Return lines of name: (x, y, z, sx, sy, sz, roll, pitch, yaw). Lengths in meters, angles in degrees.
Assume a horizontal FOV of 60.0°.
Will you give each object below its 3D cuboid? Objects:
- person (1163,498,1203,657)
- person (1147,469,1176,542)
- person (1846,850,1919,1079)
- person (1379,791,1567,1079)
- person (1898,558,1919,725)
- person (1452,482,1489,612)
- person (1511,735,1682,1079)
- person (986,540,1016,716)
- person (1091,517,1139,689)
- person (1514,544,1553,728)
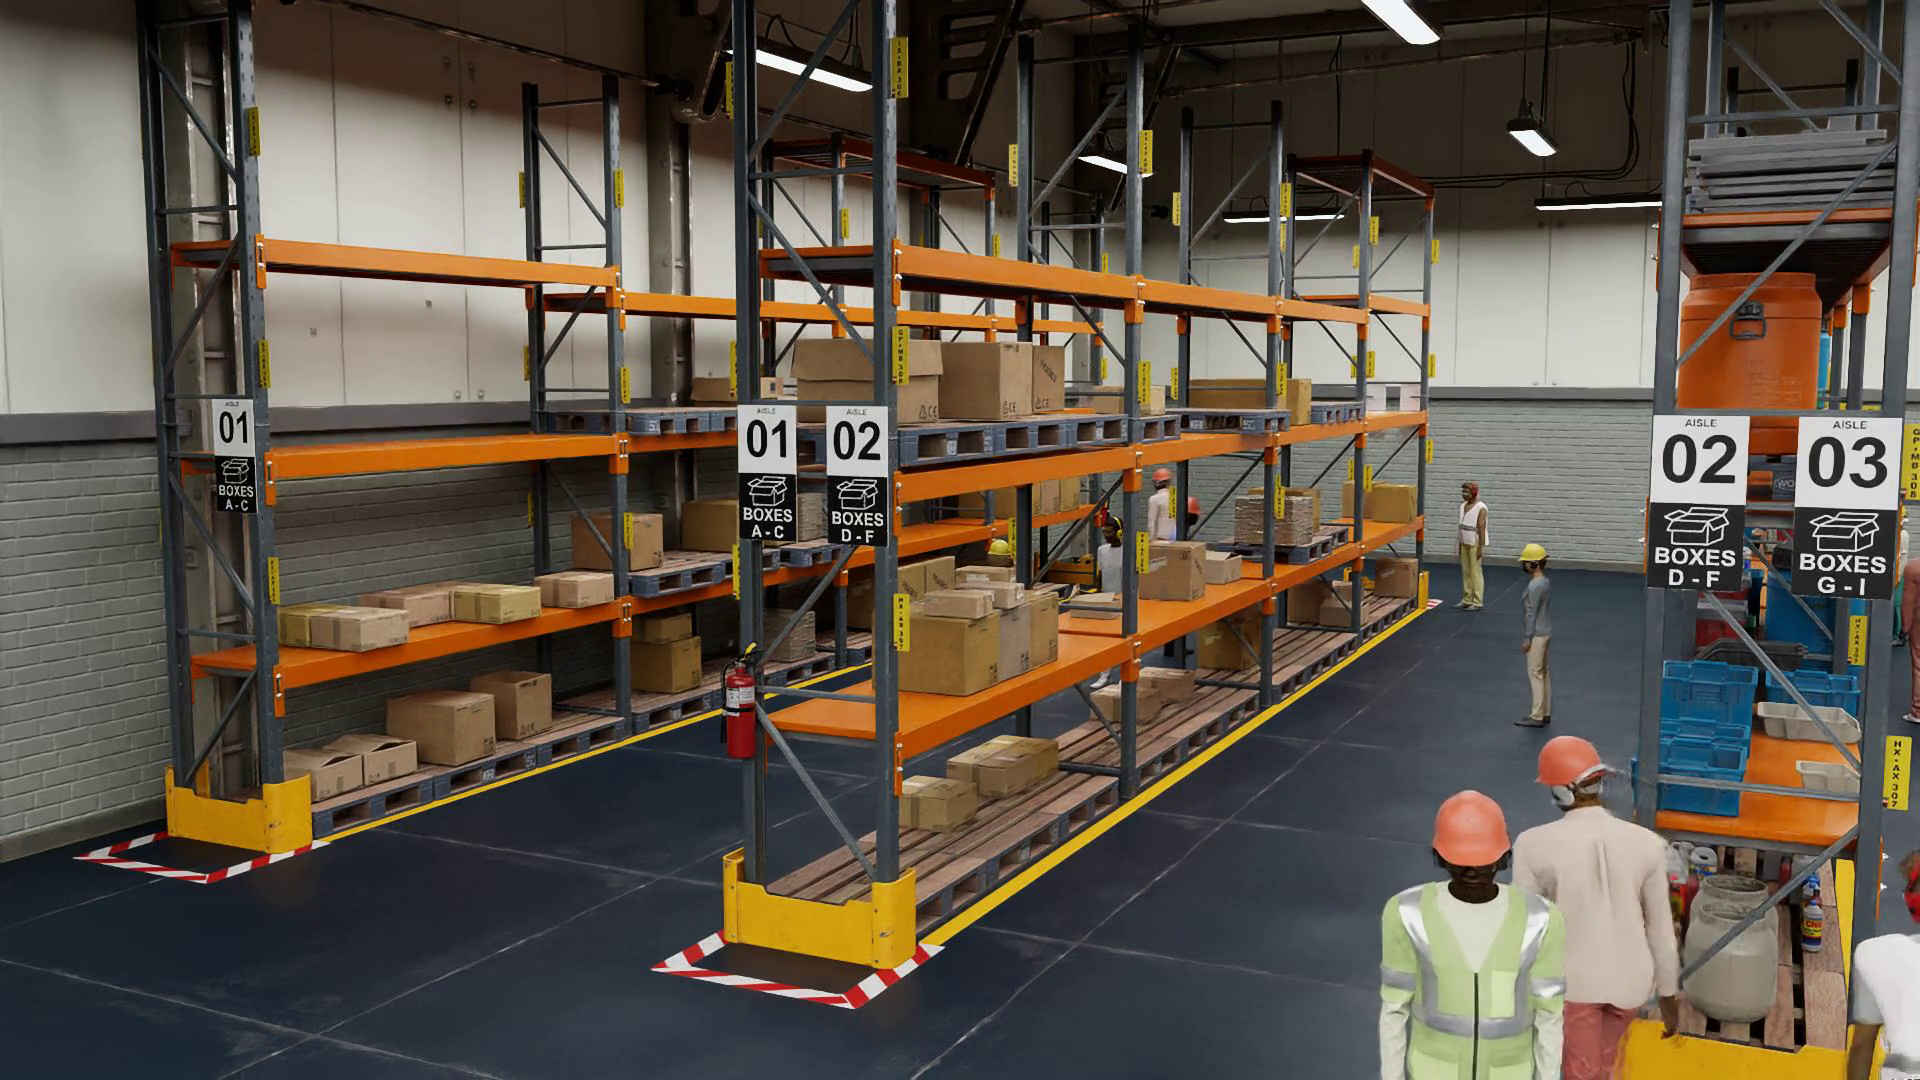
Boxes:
person: (2.660, 0.454, 19.747, 0.455, 1.915, 0.556, 2, 6, 22)
person: (2.984, -0.038, 24.241, 0.682, 1.973, 0.512, -5, 7, -38)
person: (3.352, 1.953, 5.579, 0.683, 1.818, 0.552, 4, 7, 32)
person: (1.732, 1.841, 5.654, 0.603, 2.031, 0.421, 1, 6, 13)
person: (9.387, 0.834, 16.025, 0.643, 1.910, 0.400, 1, 6, 12)
person: (7.267, 0.092, 23.599, 0.393, 1.837, 0.559, -2, 6, -16)
person: (2.526, 1.772, 6.715, 0.642, 1.934, 0.962, 0, 6, -3)
person: (0.403, 0.866, 16.495, 0.312, 1.744, 0.487, 5, 7, 38)
person: (1.659, 0.682, 17.724, 0.513, 1.863, 0.329, 4, 7, 36)
person: (5.511, 0.913, 15.978, 0.343, 1.756, 0.518, 3, 7, 29)
